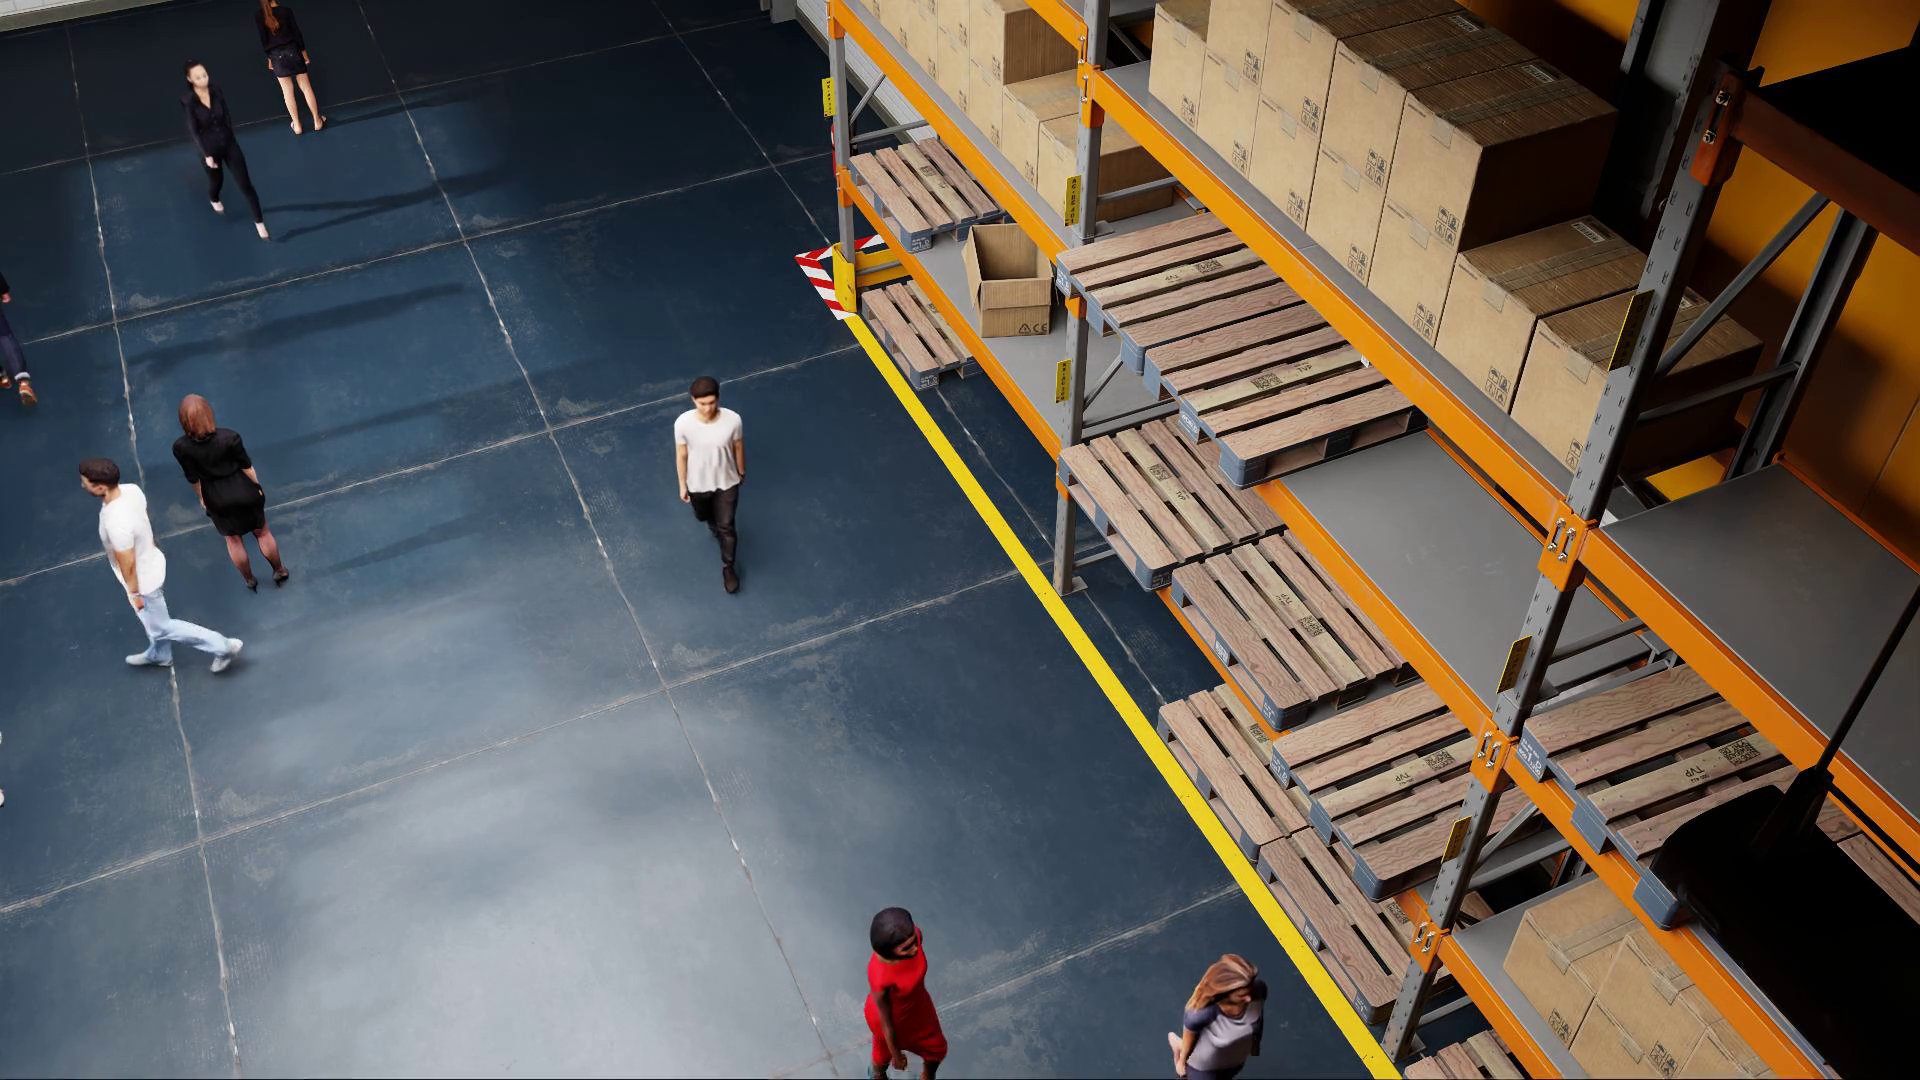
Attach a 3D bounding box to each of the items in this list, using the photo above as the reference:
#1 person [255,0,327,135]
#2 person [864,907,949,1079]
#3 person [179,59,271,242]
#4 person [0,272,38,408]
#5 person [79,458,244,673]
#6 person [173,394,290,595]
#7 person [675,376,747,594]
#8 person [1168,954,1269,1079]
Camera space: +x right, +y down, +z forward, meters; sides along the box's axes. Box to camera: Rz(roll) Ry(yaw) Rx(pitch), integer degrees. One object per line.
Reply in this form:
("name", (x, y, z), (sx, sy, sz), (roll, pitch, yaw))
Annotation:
("person", (-6.520, -4.689, 16.088), (0.551, 1.556, 0.557), (-14, 45, -15))
("person", (-0.387, 2.389, 8.534), (0.845, 1.728, 0.772), (23, 48, 22))
("person", (-6.601, -3.454, 14.701), (1.119, 1.681, 0.848), (31, 52, 29))
("person", (-7.640, -1.795, 12.877), (0.851, 1.795, 1.158), (-27, 50, -25))
("person", (-5.215, 0.200, 10.751), (0.900, 1.838, 1.061), (-9, 44, -9))
("person", (-4.986, -0.300, 11.372), (0.602, 1.706, 0.517), (-14, 45, -14))
("person", (-1.733, -0.483, 11.571), (0.863, 1.698, 1.116), (-3, 44, -4))
("person", (1.257, 2.517, 8.416), (0.627, 1.704, 1.009), (-17, 46, -17))
